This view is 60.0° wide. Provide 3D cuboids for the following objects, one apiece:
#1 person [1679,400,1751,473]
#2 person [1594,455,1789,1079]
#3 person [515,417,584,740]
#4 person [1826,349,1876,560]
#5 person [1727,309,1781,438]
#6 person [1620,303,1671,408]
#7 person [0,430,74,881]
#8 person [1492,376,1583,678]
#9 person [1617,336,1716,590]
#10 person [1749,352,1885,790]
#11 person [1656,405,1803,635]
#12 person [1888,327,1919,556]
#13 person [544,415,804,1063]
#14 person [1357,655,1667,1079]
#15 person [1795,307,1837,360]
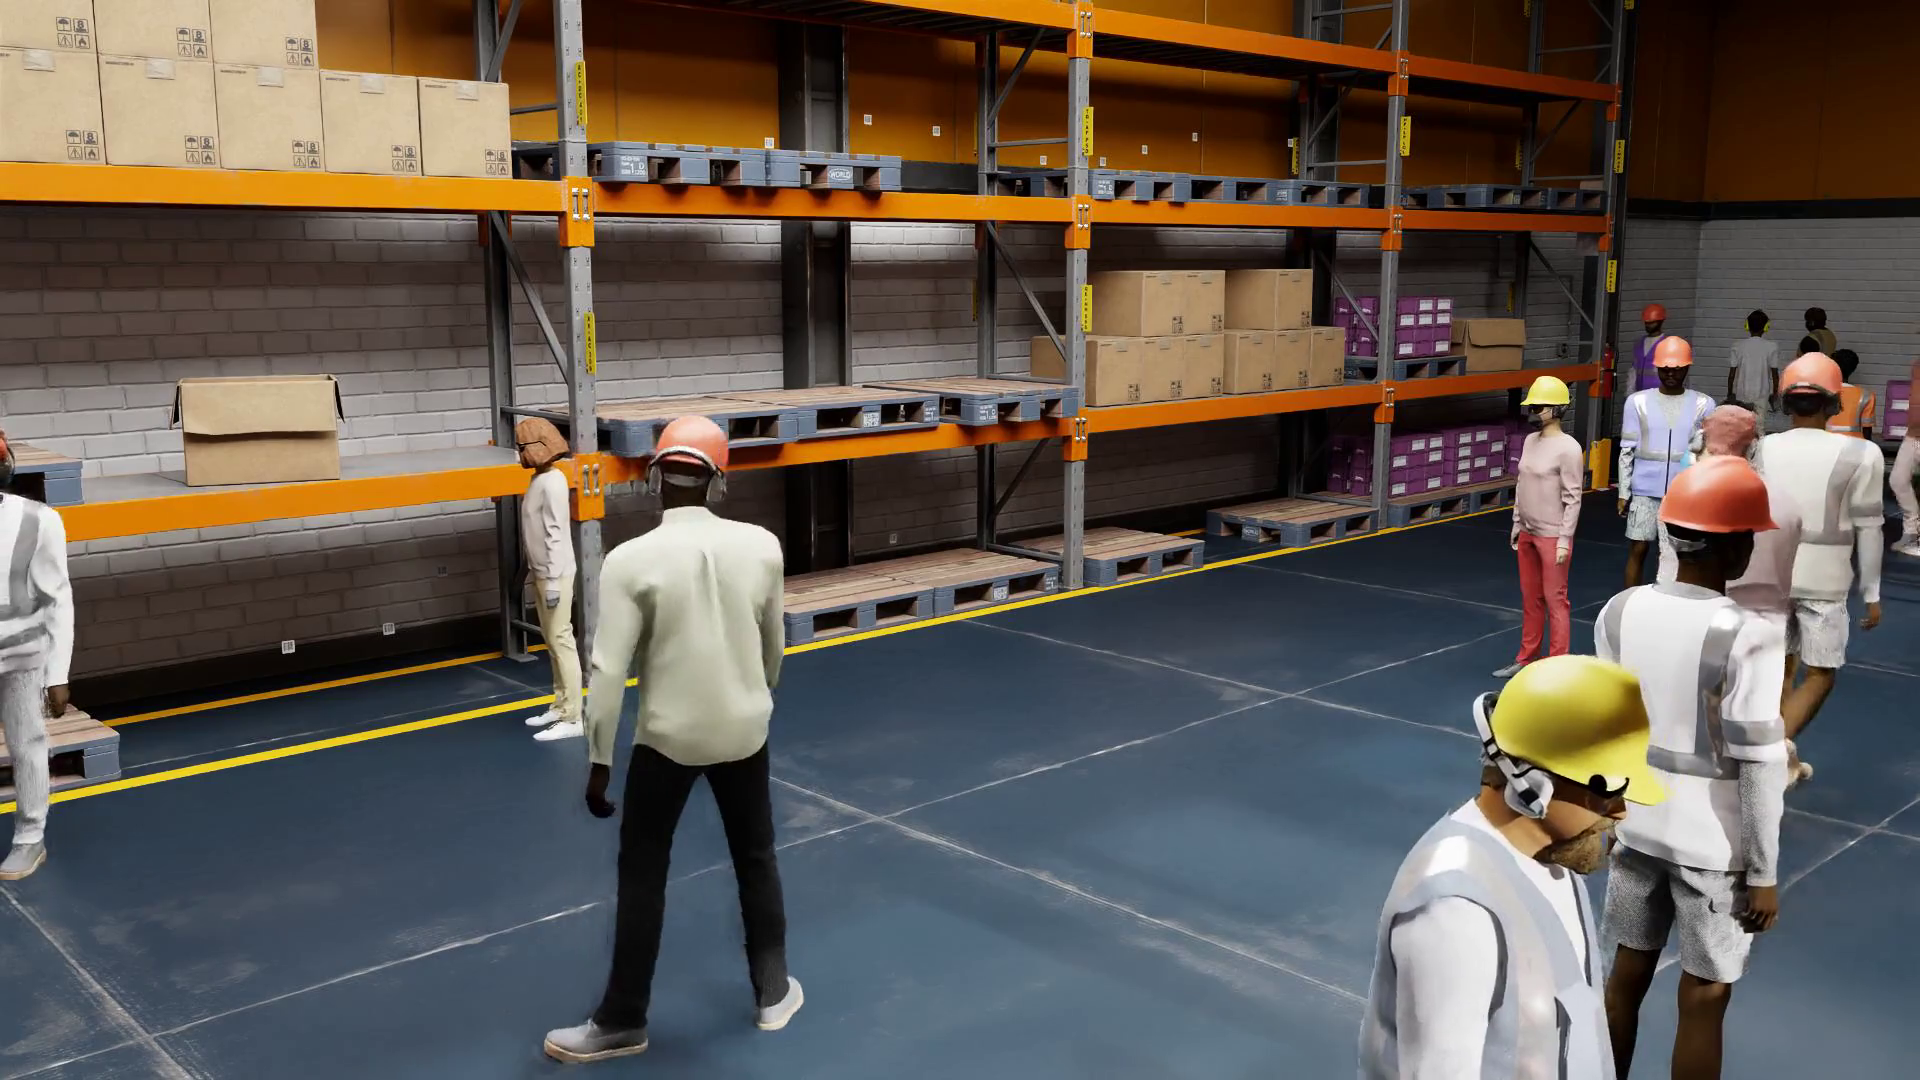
[{"bbox_3d":[4.254,0.034,9.287,0.539,1.633,0.912,5,11,29],"label":"person"},{"bbox_3d":[1.872,0.748,4.262,0.360,1.938,0.544,-5,11,-26],"label":"person"},{"bbox_3d":[-2.086,0.192,8.427,0.270,1.627,0.502,-4,11,-24],"label":"person"},{"bbox_3d":[7.003,-0.677,13.311,0.541,1.695,0.315,2,10,14],"label":"person"},{"bbox_3d":[8.367,-1.490,17.564,0.513,1.872,0.328,5,11,27],"label":"person"},{"bbox_3d":[7.447,-1.591,17.982,0.396,1.933,0.556,-4,10,-22],"label":"person"},{"bbox_3d":[-3.625,0.464,6.238,0.591,1.825,0.864,-2,10,-12],"label":"person"},{"bbox_3d":[3.266,-0.034,9.342,0.314,1.769,0.524,-3,10,-14],"label":"person"},{"bbox_3d":[4.432,-0.311,10.465,0.551,1.935,0.375,3,10,18],"label":"person"},{"bbox_3d":[3.673,0.188,7.319,0.856,2.024,0.616,-9,13,-43],"label":"person"},{"bbox_3d":[2.905,0.432,6.322,0.663,1.867,0.594,-2,10,-13],"label":"person"},{"bbox_3d":[7.857,-0.849,13.489,0.420,1.984,0.629,-2,10,-11],"label":"person"},{"bbox_3d":[-0.907,0.611,5.076,0.852,1.959,0.426,-6,11,-32],"label":"person"},{"bbox_3d":[0.831,1.069,2.776,0.533,1.805,0.733,7,12,34],"label":"person"},{"bbox_3d":[9.905,-1.779,19.351,0.623,1.841,0.430,-9,13,-42],"label":"person"}]
